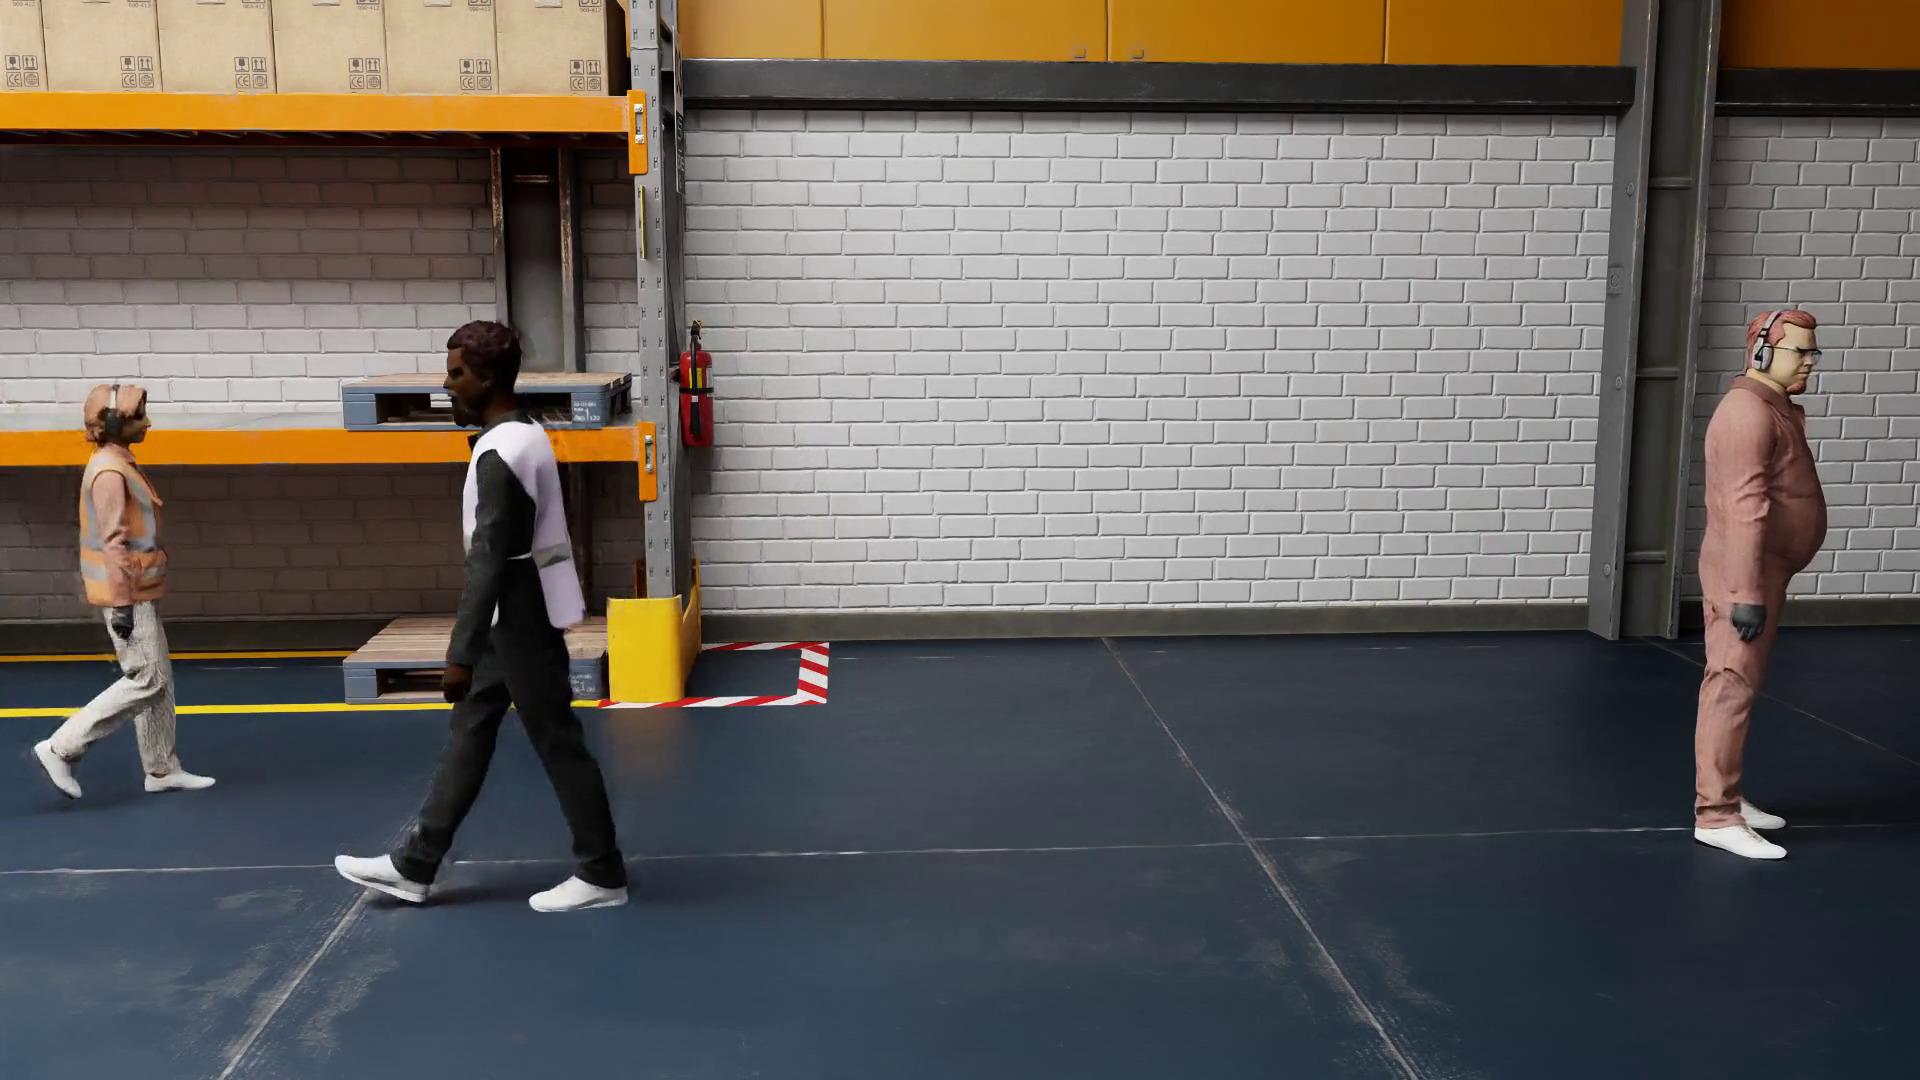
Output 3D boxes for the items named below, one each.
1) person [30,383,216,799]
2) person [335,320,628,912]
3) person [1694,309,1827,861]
[{"bbox_3d":[-3.211,0.213,6.329,0.538,1.620,0.525,-4,10,-23],"label":"person"},{"bbox_3d":[-1.506,0.270,5.165,0.957,1.872,0.623,-2,9,-12],"label":"person"},{"bbox_3d":[2.826,0.145,5.883,0.400,1.905,0.643,5,10,28],"label":"person"}]
